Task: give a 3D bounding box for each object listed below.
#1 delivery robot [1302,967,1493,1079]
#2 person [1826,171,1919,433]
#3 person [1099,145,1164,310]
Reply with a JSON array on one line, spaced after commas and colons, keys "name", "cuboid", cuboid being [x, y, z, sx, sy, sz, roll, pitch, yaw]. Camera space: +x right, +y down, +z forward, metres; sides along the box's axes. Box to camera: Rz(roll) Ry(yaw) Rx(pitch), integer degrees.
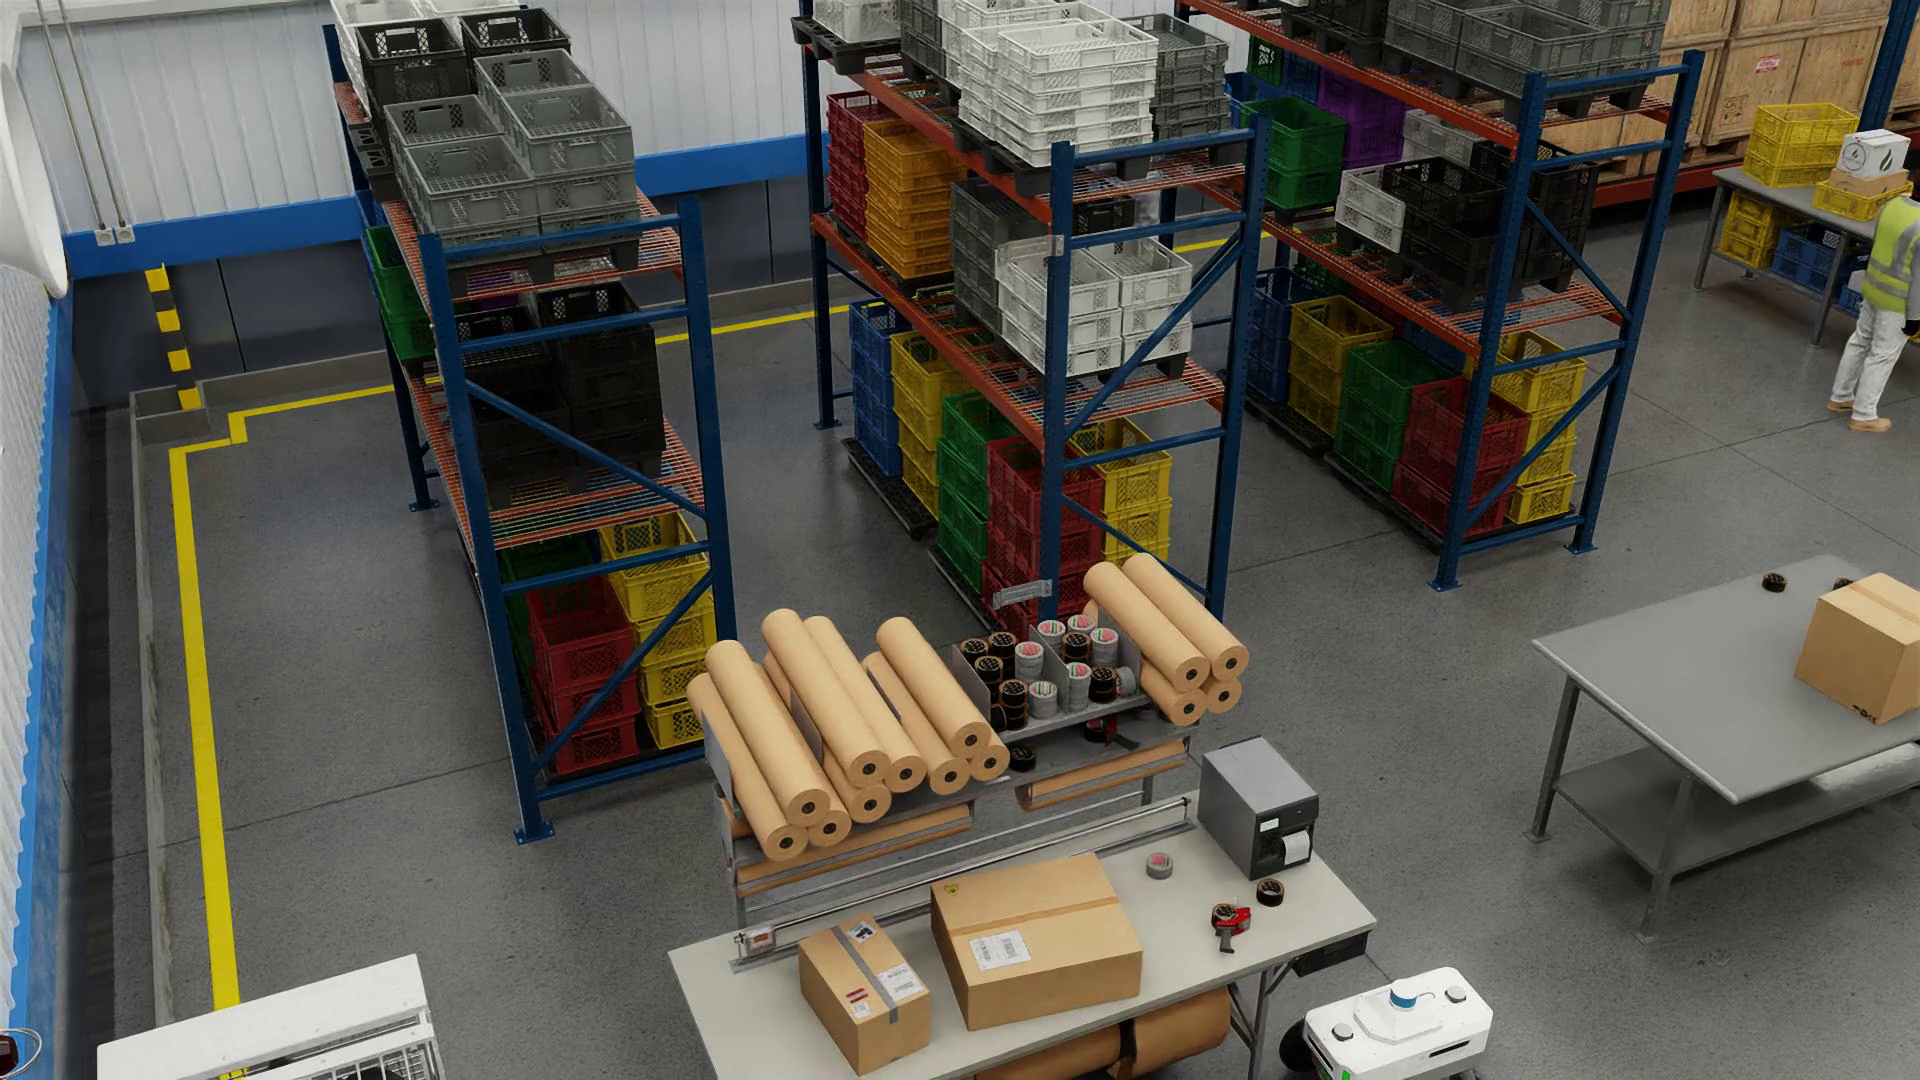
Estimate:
[{"name": "delivery robot", "cuboid": [1.701, 1.917, 6.477, 0.707, 0.478, 0.477, -12, 33, -18]}, {"name": "person", "cuboid": [6.233, -1.608, 11.083, 0.431, 1.836, 0.619, 0, 32, 0]}, {"name": "person", "cuboid": [1.347, -2.672, 12.754, 0.574, 1.887, 0.355, 3, 32, 5]}]
